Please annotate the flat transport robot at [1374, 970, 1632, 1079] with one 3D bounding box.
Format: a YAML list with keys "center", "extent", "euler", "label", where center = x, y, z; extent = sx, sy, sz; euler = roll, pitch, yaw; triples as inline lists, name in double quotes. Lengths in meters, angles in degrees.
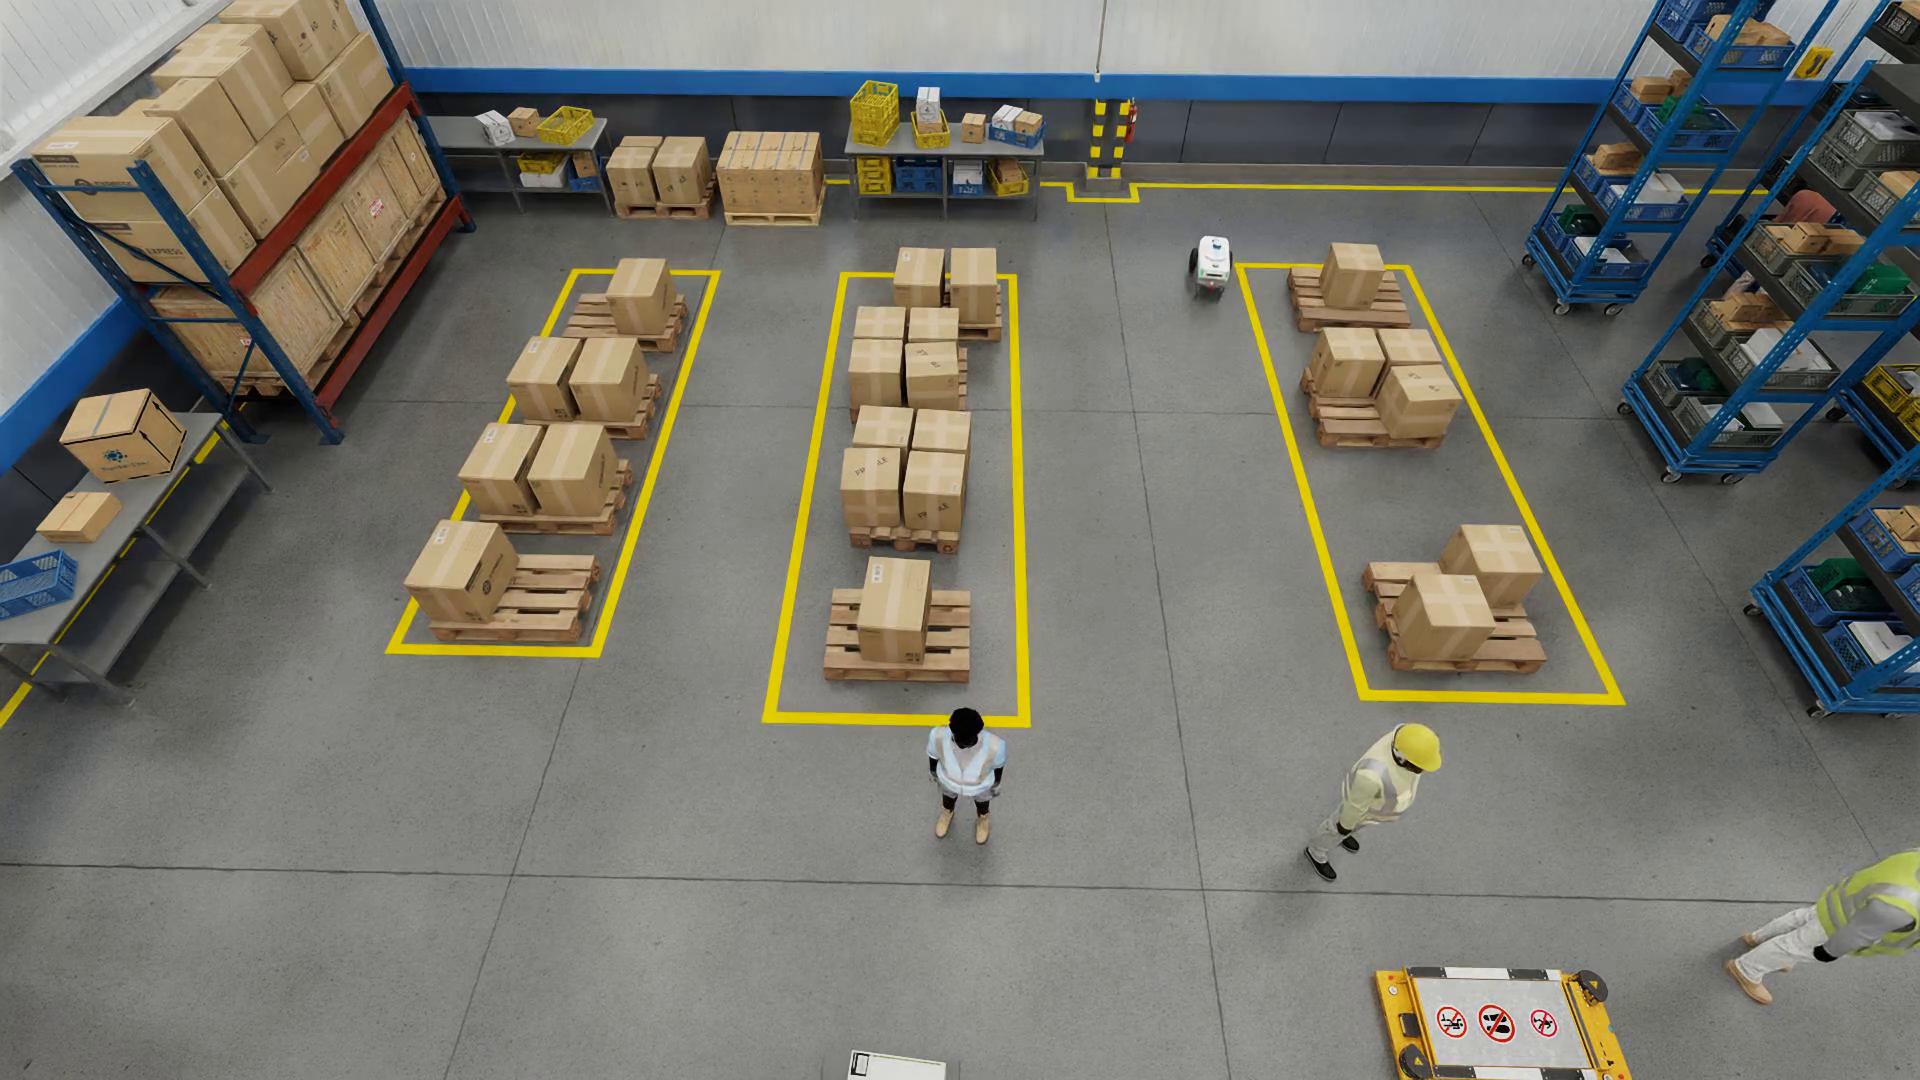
- center: [3.501, 3.133, 5.914]
  extent: [1.431, 0.197, 0.652]
  euler: [1, 51, 1]
  label: "flat transport robot"

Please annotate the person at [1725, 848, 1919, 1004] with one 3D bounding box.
- center: [5.432, 2.335, 5.569]
  extent: [0.638, 1.845, 0.429]
  euler: [-30, 57, -22]
  label: "person"

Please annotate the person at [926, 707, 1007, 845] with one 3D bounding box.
- center: [0.038, 1.612, 6.240]
  extent: [0.540, 1.696, 0.315]
  euler: [8, 51, 7]
  label: "person"

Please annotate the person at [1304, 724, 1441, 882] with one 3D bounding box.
- center: [2.726, 1.712, 6.071]
  extent: [0.600, 1.831, 0.404]
  euler: [-35, 59, -25]
  label: "person"

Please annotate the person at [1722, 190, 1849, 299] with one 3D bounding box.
- center: [8.935, -3.094, 9.899]
  extent: [0.411, 1.980, 0.628]
  euler: [-19, 53, -15]
  label: "person"

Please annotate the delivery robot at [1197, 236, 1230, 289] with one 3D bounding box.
- center: [3.031, -3.339, 10.950]
  extent: [0.477, 0.478, 0.707]
  euler: [7, 51, 6]
  label: "delivery robot"
